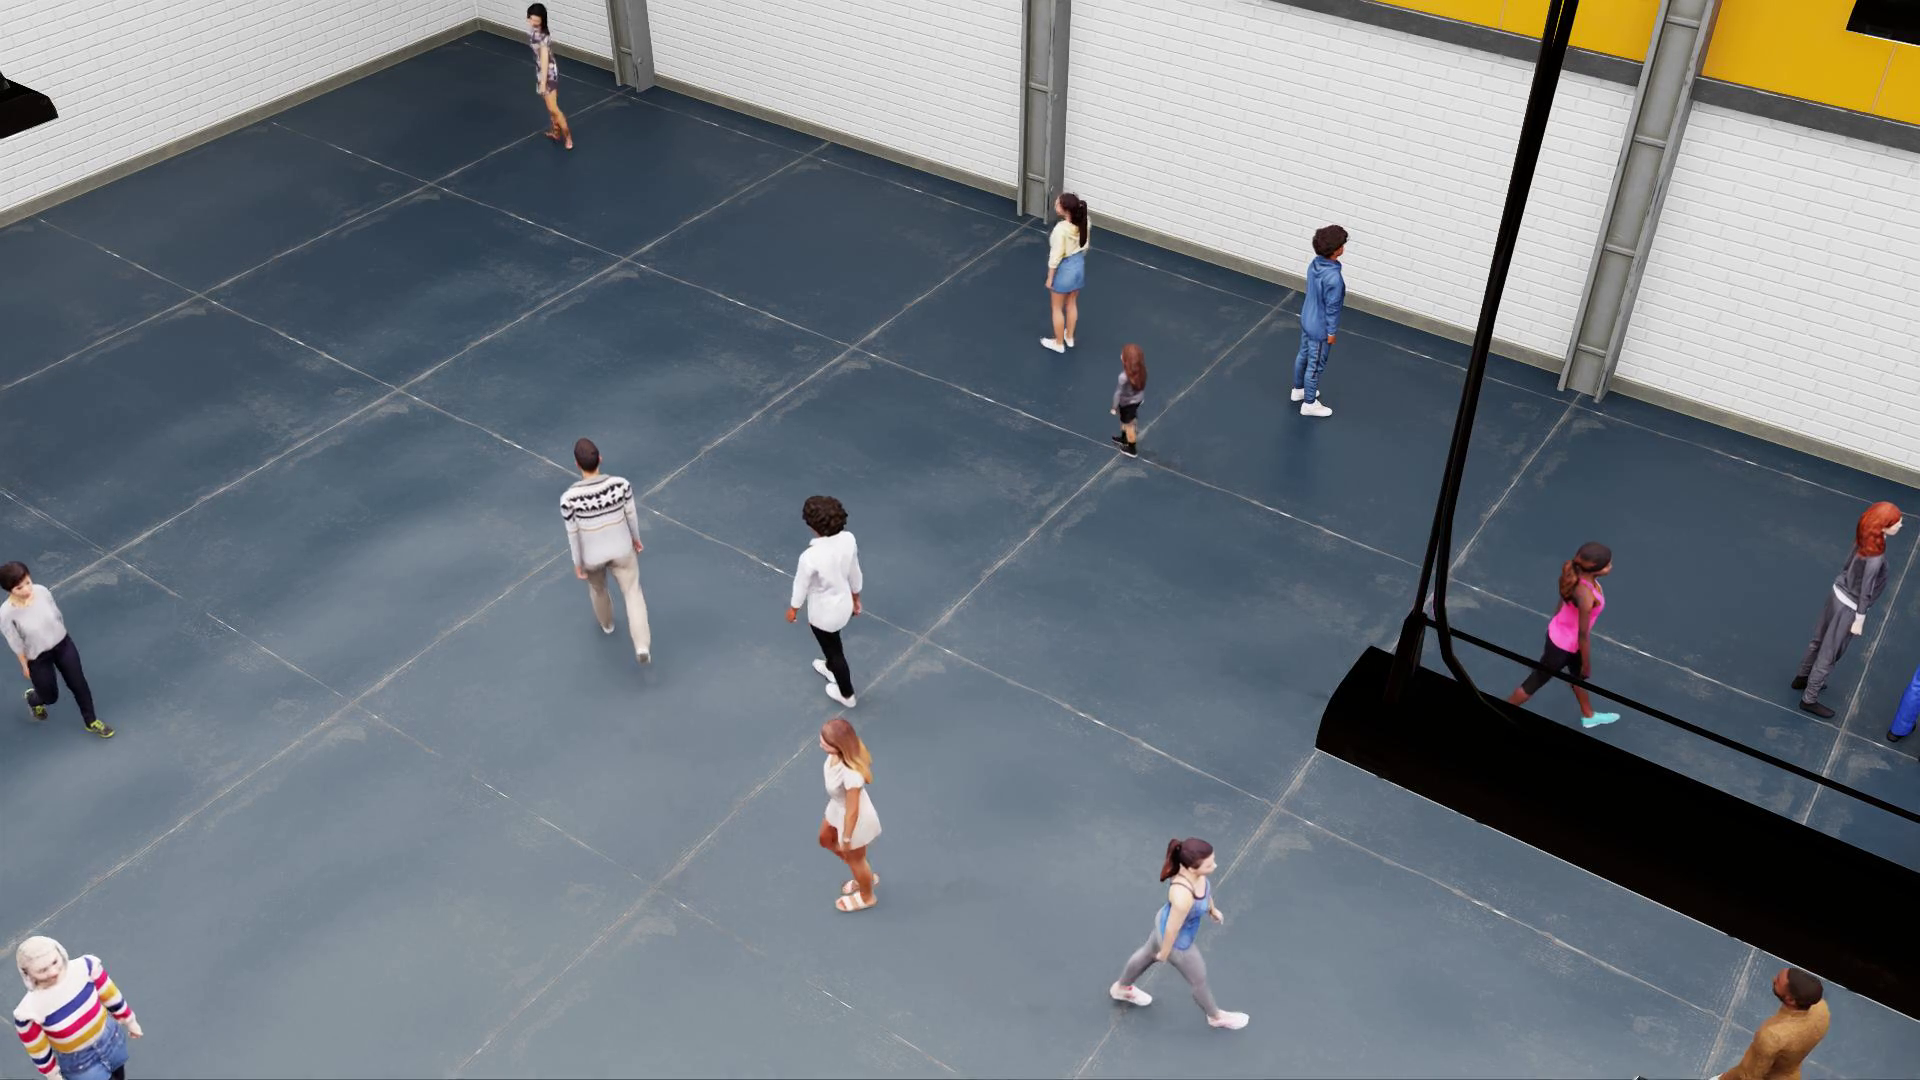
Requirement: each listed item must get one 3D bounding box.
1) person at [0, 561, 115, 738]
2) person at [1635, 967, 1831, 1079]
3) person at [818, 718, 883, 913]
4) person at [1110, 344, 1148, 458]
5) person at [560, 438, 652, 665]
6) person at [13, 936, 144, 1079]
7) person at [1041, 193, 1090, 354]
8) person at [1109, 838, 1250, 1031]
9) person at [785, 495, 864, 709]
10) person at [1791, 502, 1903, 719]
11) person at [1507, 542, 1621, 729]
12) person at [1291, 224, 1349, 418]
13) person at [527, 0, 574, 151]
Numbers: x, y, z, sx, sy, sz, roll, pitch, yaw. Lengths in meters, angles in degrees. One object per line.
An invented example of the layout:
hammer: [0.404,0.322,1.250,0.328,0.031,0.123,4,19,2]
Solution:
person: [-6.355,0.751,11.487,0.876,1.539,0.629,17,42,20]
person: [4.218,2.908,8.599,1.067,1.772,1.257,-14,41,-16]
person: [-0.579,1.680,10.209,0.780,1.683,0.719,-7,39,-8]
person: [1.500,-1.187,14.268,0.531,1.097,0.491,25,45,28]
person: [-2.535,0.114,12.047,1.084,1.836,1.237,-14,41,-17]
person: [-4.678,2.691,8.870,1.138,1.775,0.748,18,42,21]
person: [1.002,-2.516,15.511,0.711,1.622,0.634,-22,44,-25]
person: [1.180,2.250,9.591,1.135,1.564,0.856,7,39,9]
person: [-0.858,0.482,11.623,0.766,1.791,0.668,28,47,31]
person: [6.221,0.462,11.657,0.629,1.779,0.646,8,39,9]
person: [4.054,0.707,11.434,1.167,1.674,0.878,7,39,9]
person: [3.169,-1.946,14.645,0.816,1.814,0.754,-7,39,-8]
person: [-4.721,-5.340,18.972,0.862,1.716,0.705,-6,39,-8]
